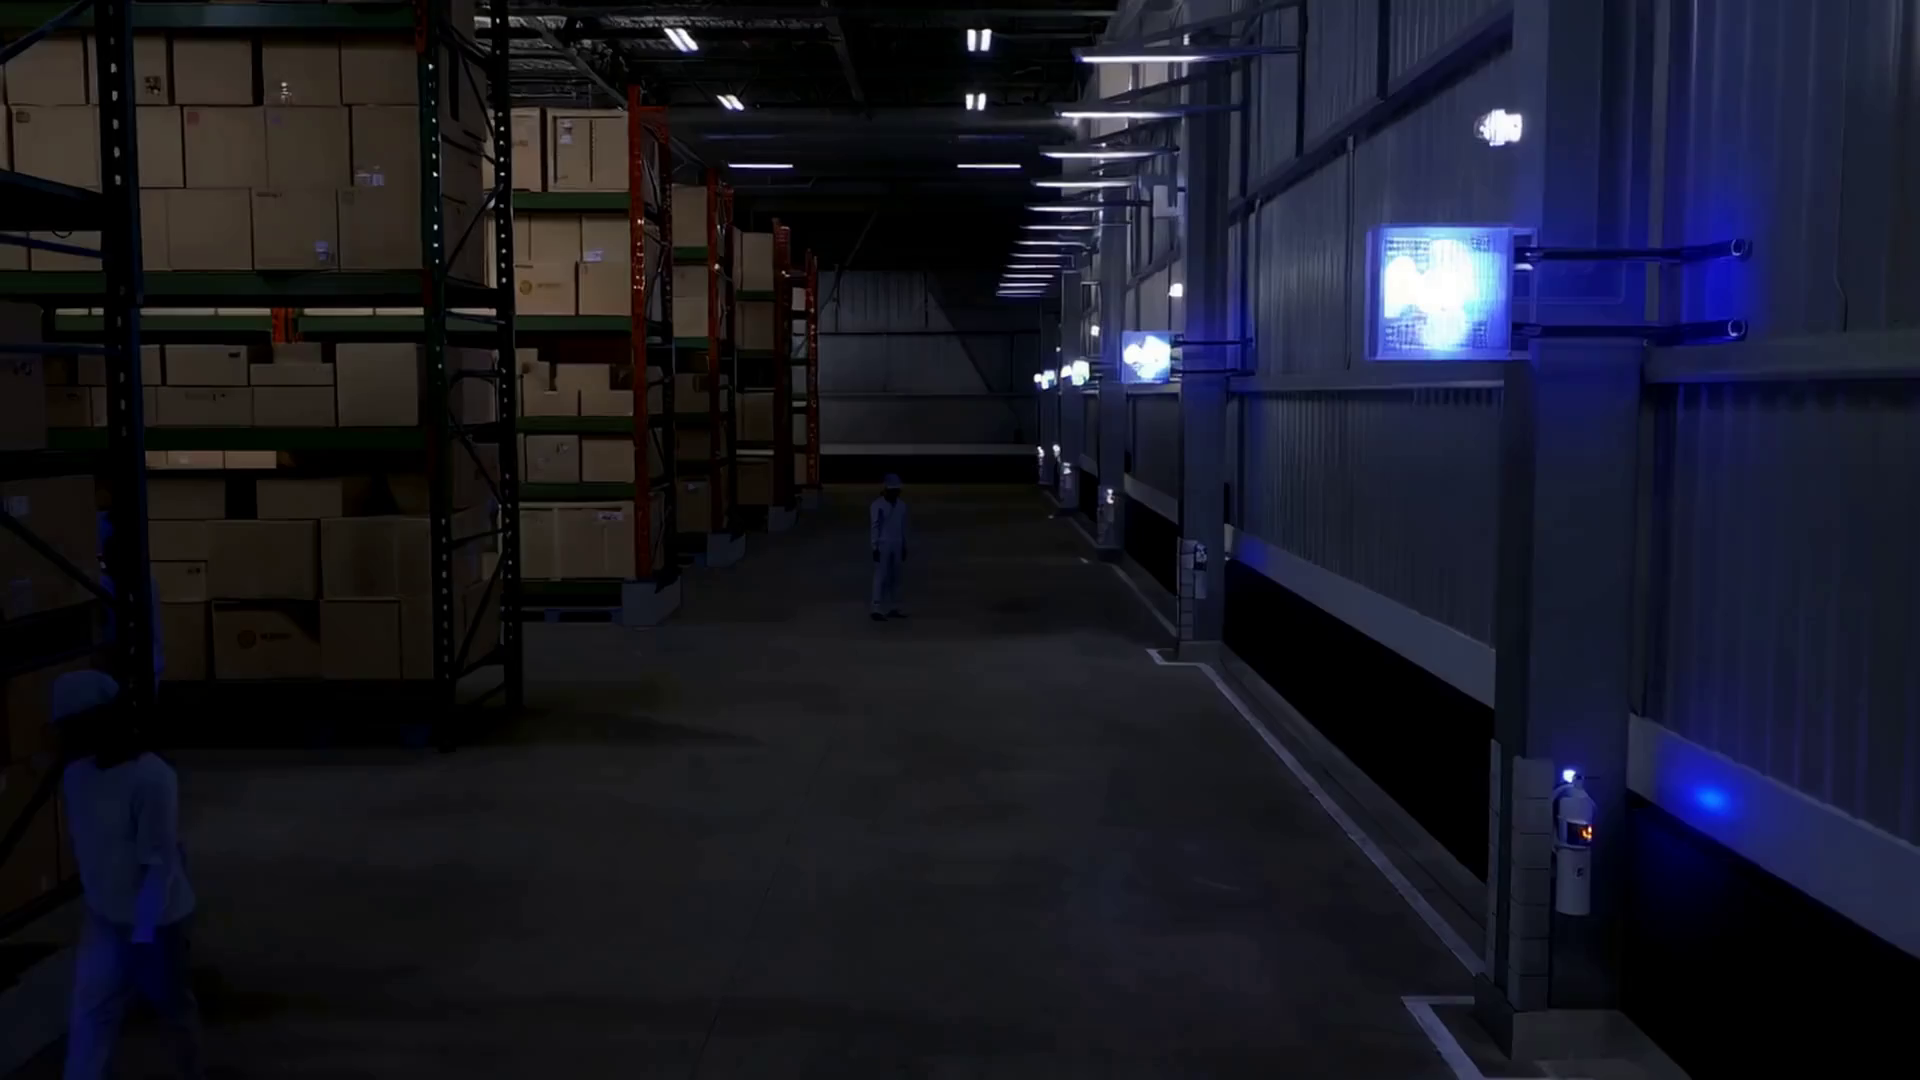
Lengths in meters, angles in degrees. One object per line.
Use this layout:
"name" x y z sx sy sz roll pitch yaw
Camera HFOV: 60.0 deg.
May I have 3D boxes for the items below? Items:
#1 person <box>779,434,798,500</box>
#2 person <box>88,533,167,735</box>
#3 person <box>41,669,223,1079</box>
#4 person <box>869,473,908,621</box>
"person" -3.920 -1.522 37.261 0.409 1.907 0.651 4 6 38
"person" -4.994 0.854 9.980 0.429 1.838 0.621 1 5 9
"person" -2.811 1.289 5.523 0.548 1.706 0.851 1 5 17
"person" -0.817 0.076 19.590 0.351 1.742 0.566 5 7 44
